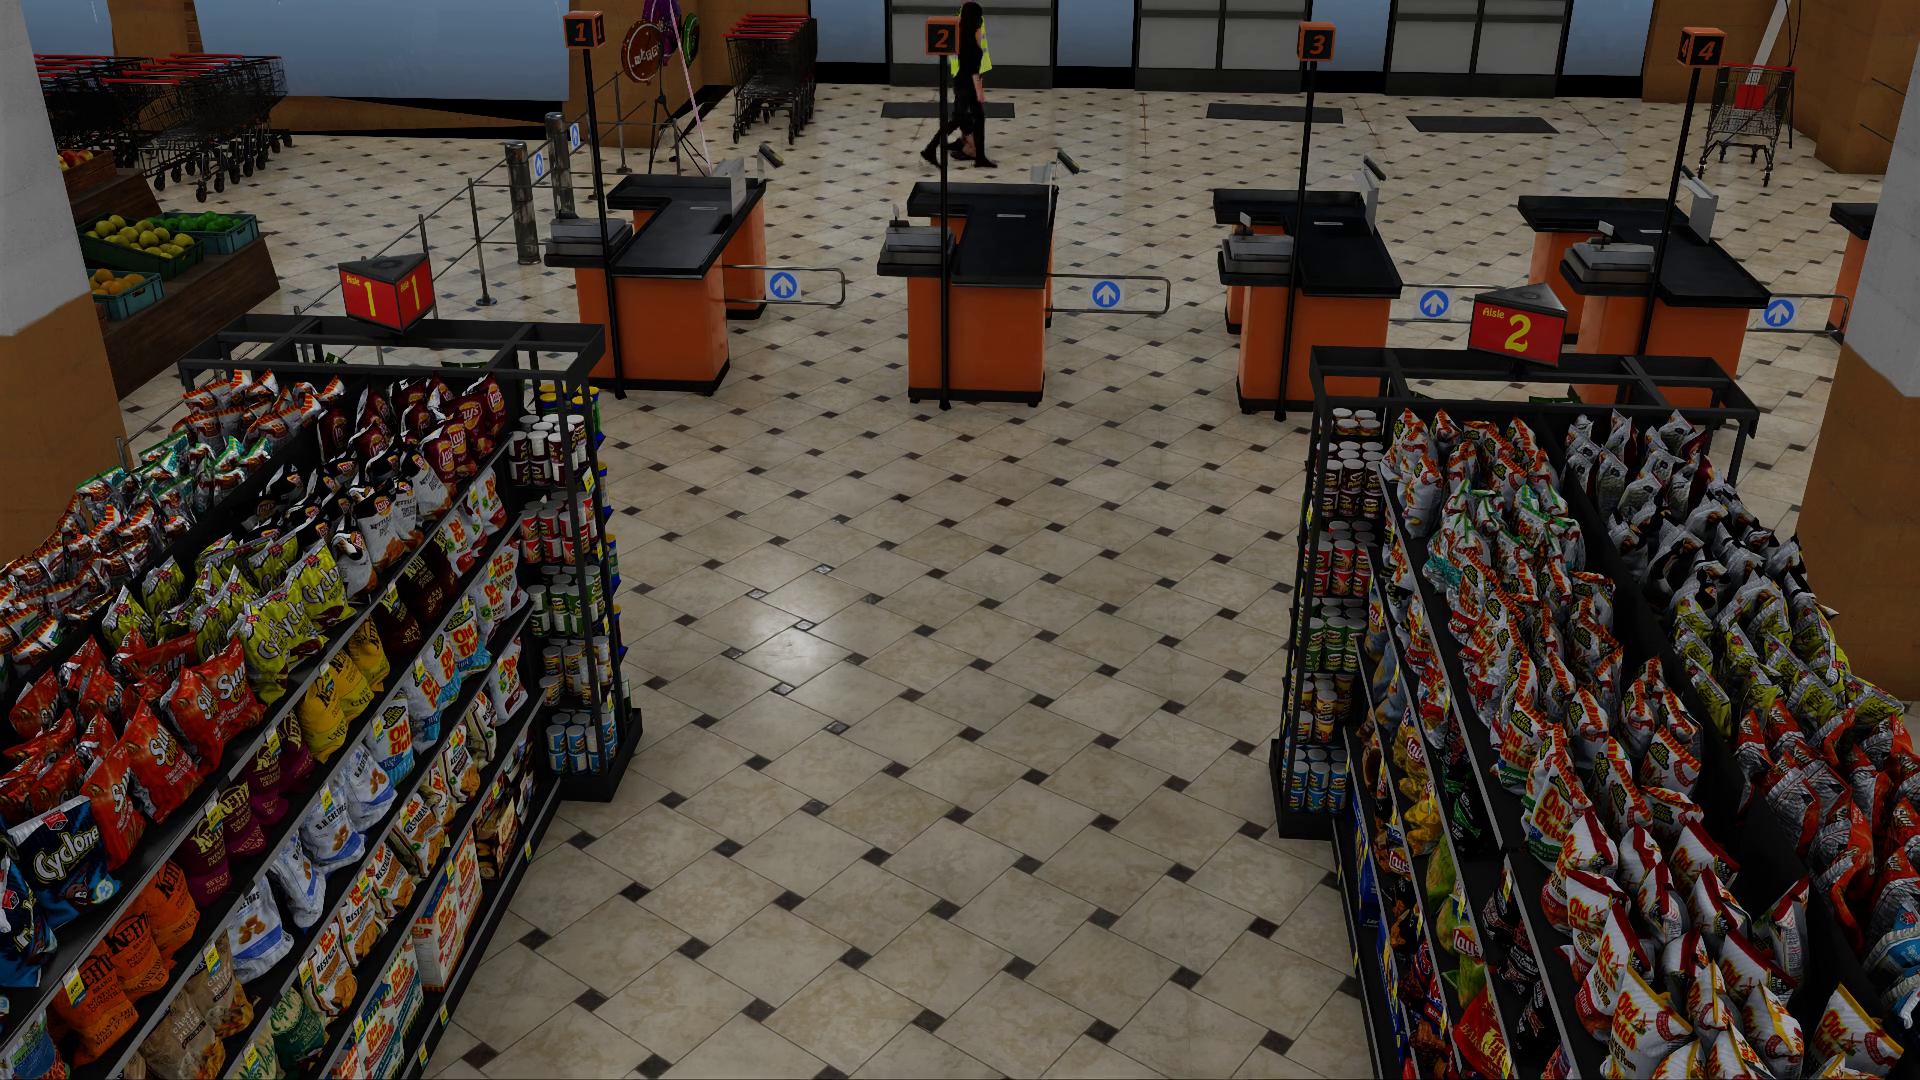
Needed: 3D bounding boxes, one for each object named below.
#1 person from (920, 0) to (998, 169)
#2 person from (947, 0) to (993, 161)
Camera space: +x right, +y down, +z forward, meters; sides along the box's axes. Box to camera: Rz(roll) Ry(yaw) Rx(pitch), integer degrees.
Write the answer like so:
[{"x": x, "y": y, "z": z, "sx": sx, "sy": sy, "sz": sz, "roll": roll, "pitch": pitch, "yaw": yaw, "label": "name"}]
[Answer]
[{"x": -0.025, "y": -4.468, "z": 16.498, "sx": 0.665, "sy": 1.616, "sz": 0.960, "roll": 0, "pitch": 27, "yaw": 1, "label": "person"}, {"x": 0.066, "y": -4.842, "z": 16.981, "sx": 0.836, "sy": 1.847, "sz": 0.743, "roll": -5, "pitch": 27, "yaw": -9, "label": "person"}]
